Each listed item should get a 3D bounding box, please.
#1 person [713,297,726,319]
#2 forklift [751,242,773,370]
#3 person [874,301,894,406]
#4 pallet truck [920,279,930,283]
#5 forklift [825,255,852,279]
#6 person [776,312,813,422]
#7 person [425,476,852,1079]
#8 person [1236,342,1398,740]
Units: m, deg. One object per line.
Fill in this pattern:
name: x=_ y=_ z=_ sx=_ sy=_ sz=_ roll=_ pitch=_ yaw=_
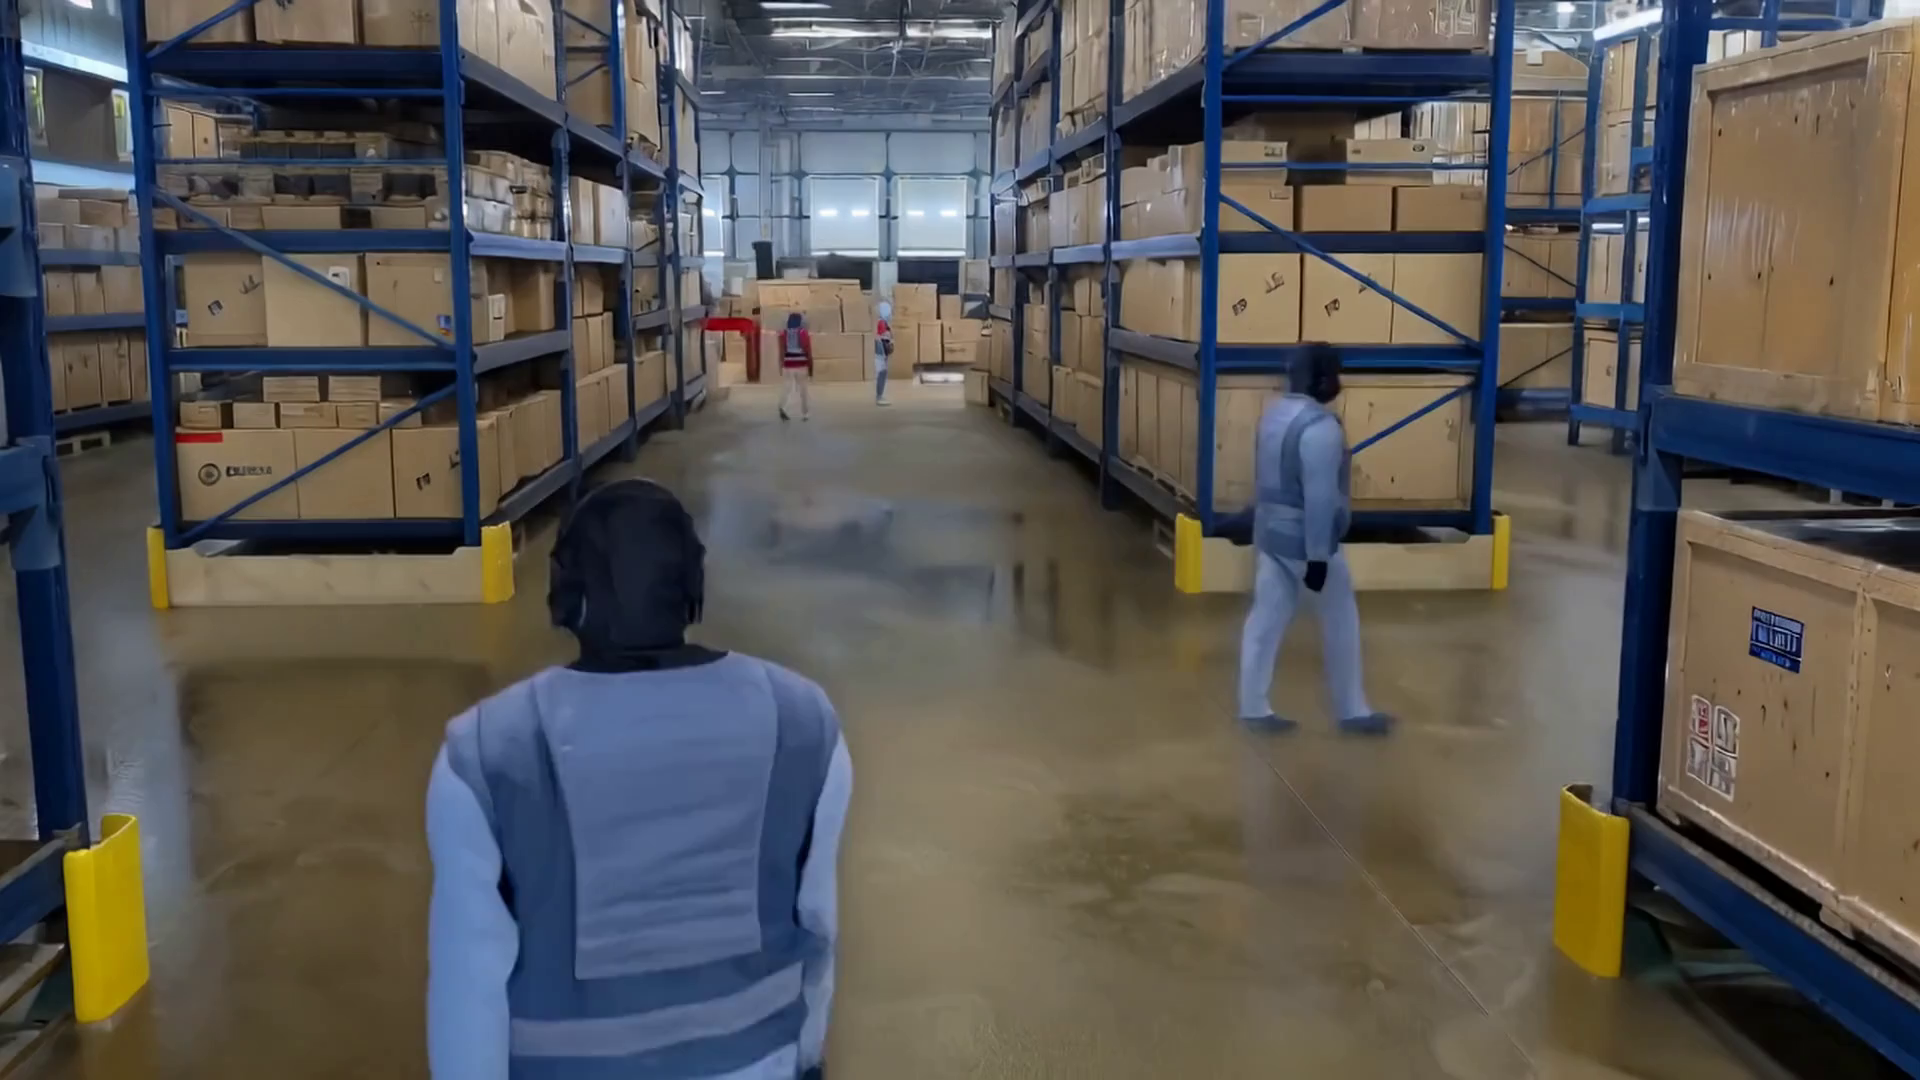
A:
person: x=-5.318 y=-4.524 z=36.566 sx=0.861 sy=1.657 sz=0.539 roll=-4 pitch=10 yaw=-21
forklift: x=-4.251 y=-5.060 z=36.103 sx=1.873 sy=2.768 sz=1.129 roll=-1 pitch=9 yaw=-4
person: x=-1.235 y=-3.023 z=27.022 sx=0.319 sy=1.696 sz=0.532 roll=-1 pitch=9 yaw=-4
pallet truck: x=-0.932 y=-8.922 z=63.114 sx=1.885 sy=1.965 sz=0.823 roll=2 pitch=9 yaw=13
forklift: x=-4.261 y=-8.622 z=58.469 sx=1.129 sy=2.768 sz=1.873 roll=-4 pitch=10 yaw=-23
person: x=-2.405 y=-2.503 z=24.076 sx=0.552 sy=1.596 sz=0.758 roll=3 pitch=9 yaw=16
person: x=-0.466 y=0.819 z=2.481 sx=0.624 sy=1.832 sz=0.433 roll=-4 pitch=10 yaw=-24
person: x=1.651 y=0.017 z=7.548 sx=0.853 sy=1.810 sz=0.664 roll=-2 pitch=9 yaw=-15
